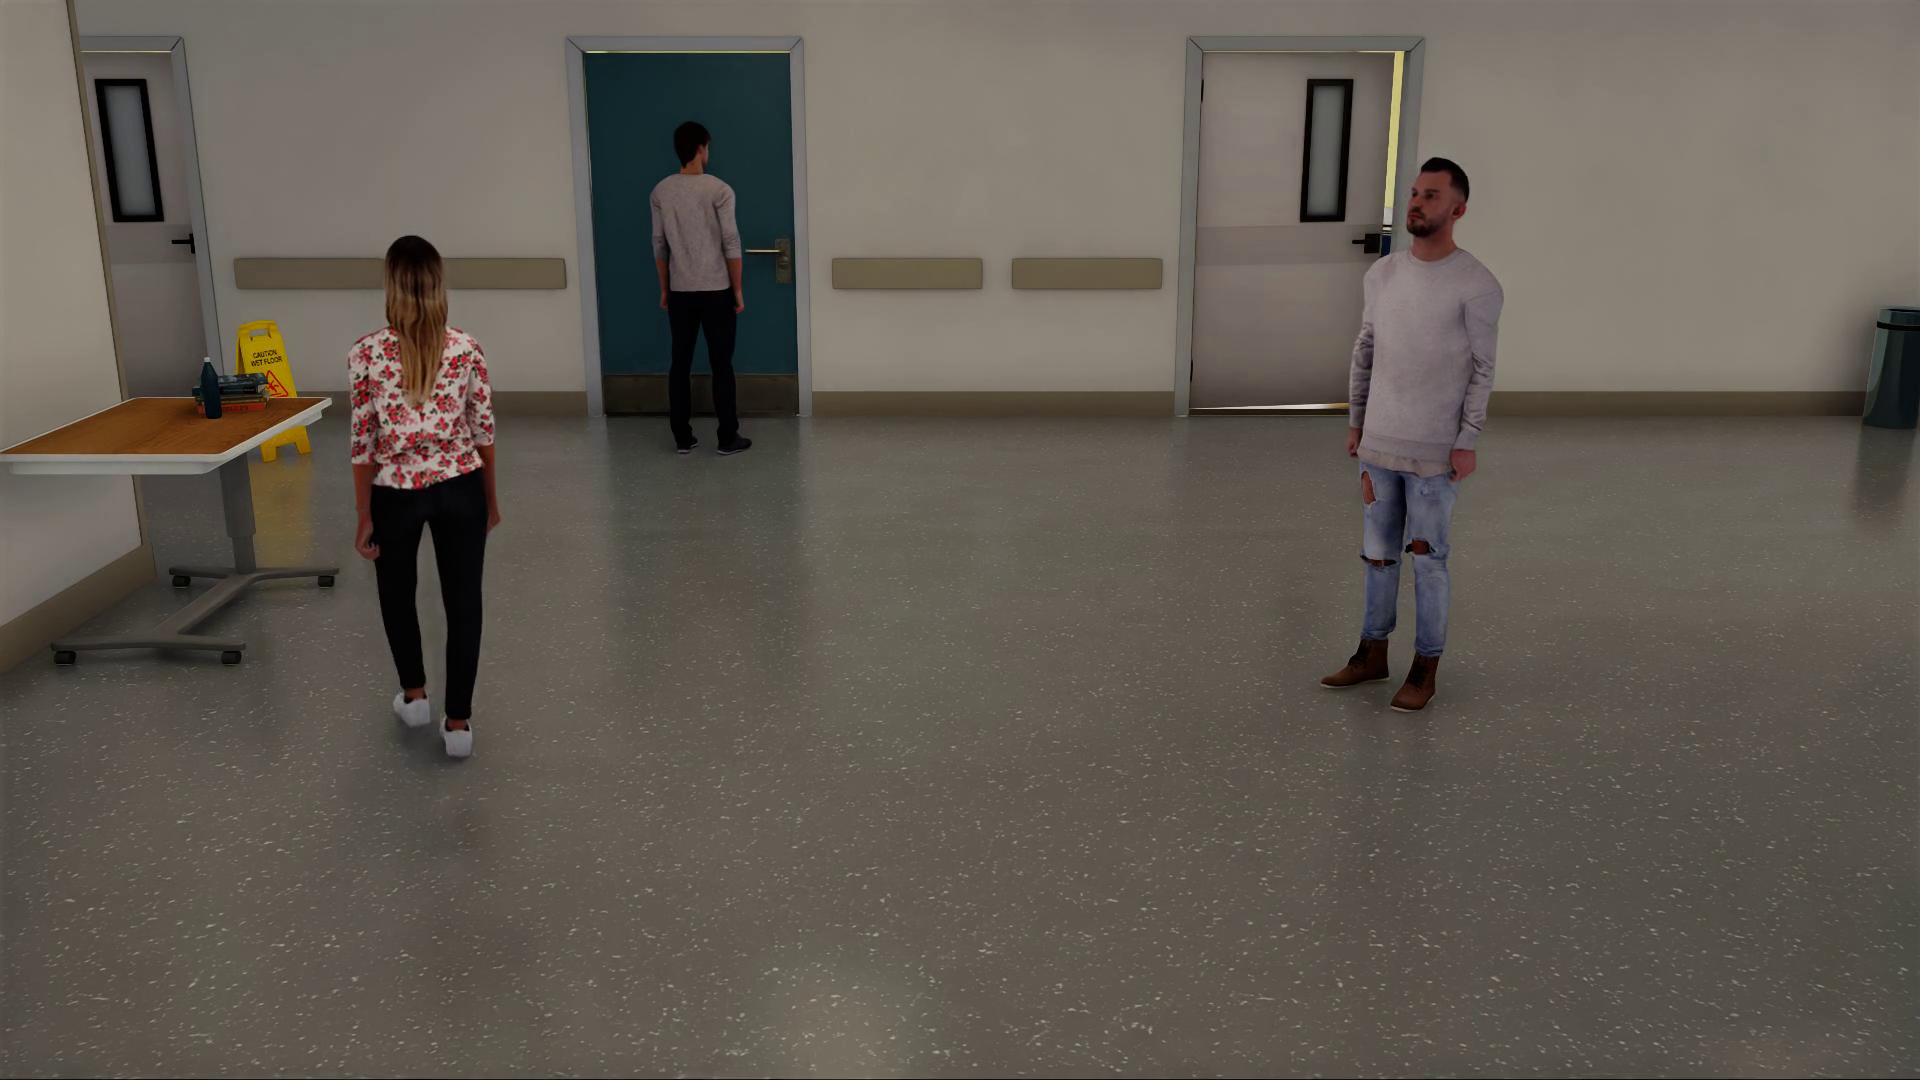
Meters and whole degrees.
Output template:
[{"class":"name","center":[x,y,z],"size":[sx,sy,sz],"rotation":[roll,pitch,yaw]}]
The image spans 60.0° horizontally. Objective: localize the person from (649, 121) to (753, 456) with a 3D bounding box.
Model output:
[{"class":"person","center":[-1.466,-1.402,9.331],"size":[0.564,1.842,0.768],"rotation":[4,16,14]}]

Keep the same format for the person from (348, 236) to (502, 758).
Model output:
[{"class":"person","center":[-1.627,-0.096,5.113],"size":[0.786,1.615,0.809],"rotation":[-6,17,-21]}]

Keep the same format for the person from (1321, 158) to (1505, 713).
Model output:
[{"class":"person","center":[1.531,-0.355,5.614],"size":[0.808,1.842,0.762],"rotation":[-14,21,-40]}]
